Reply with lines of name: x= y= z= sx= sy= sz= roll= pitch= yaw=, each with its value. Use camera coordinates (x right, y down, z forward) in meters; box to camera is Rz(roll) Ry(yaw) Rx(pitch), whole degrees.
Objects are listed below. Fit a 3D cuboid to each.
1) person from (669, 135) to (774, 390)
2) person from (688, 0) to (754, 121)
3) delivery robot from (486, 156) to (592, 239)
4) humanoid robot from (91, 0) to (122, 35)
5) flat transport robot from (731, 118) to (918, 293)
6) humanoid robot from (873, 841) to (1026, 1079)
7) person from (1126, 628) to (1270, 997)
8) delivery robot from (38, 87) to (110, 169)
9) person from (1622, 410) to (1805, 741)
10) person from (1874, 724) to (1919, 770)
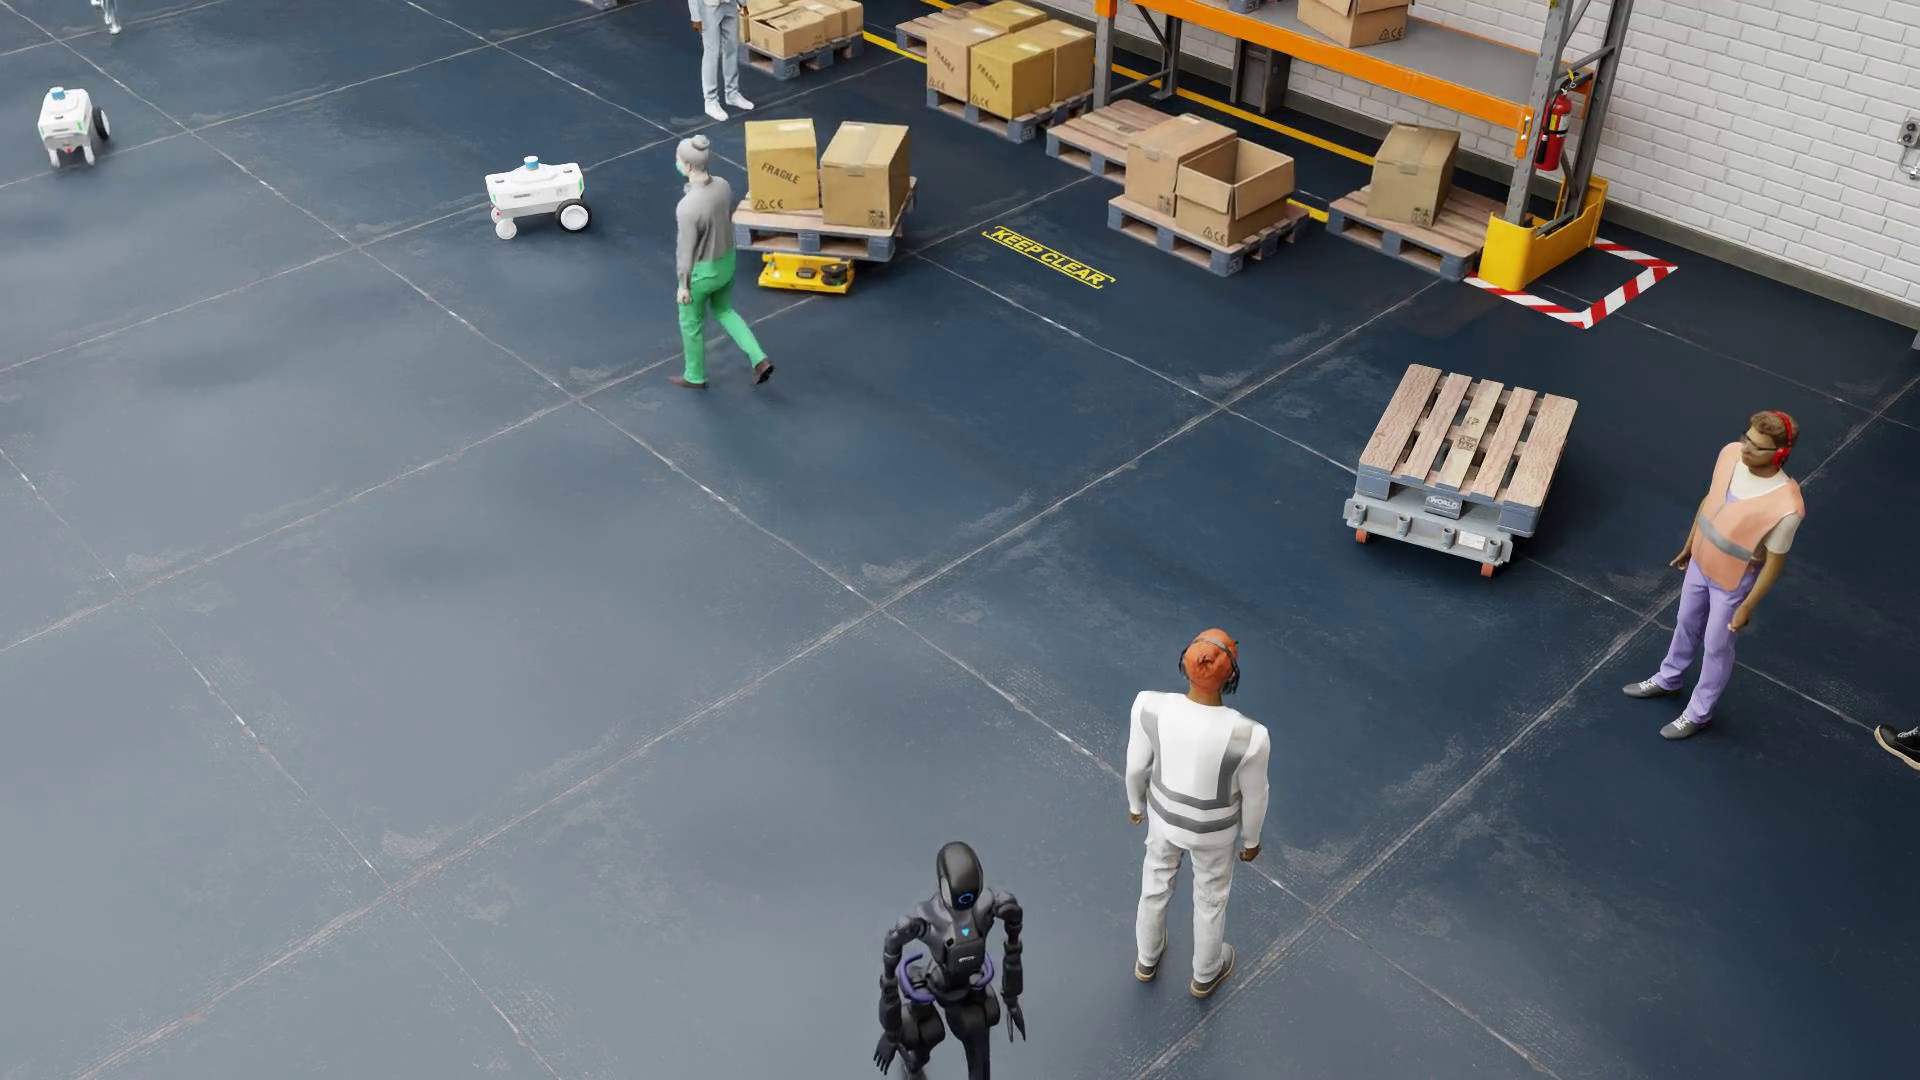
person: x=-1.585 y=-1.728 z=10.533 sx=0.718 sy=1.819 sz=0.534 roll=18 pitch=41 yaw=22
person: x=-2.078 y=-4.586 z=14.250 sx=0.411 sy=1.908 sz=0.612 roll=29 pitch=45 yaw=32
delivery robot: x=-3.244 y=-2.657 z=12.825 sx=0.813 sy=0.609 sz=0.499 roll=-12 pitch=39 yaw=-16
humanoid robot: x=-8.239 y=-5.594 z=15.726 sx=0.551 sy=1.747 sz=1.003 roll=-11 pitch=38 yaw=-14
flat transport robot: x=-1.007 y=-2.290 z=12.564 sx=0.659 sy=0.231 sz=1.431 roll=6 pitch=38 yaw=8
humanoid robot: x=-0.041 y=1.724 z=6.122 sx=0.589 sy=1.621 sz=0.790 roll=-13 pitch=39 yaw=-17
person: x=0.943 y=1.122 z=6.710 sx=0.573 sy=1.883 sz=0.355 roll=16 pitch=40 yaw=20
delivery robot: x=-7.463 y=-3.485 z=13.923 sx=0.499 sy=0.610 sz=0.811 roll=-11 pitch=39 yaw=-15
person: x=3.684 y=0.165 z=8.004 sx=0.391 sy=1.849 sz=0.564 roll=-8 pitch=38 yaw=-11
person: x=4.848 y=0.270 z=7.771 sx=0.602 sy=1.963 sz=0.368 roll=-11 pitch=39 yaw=-15
